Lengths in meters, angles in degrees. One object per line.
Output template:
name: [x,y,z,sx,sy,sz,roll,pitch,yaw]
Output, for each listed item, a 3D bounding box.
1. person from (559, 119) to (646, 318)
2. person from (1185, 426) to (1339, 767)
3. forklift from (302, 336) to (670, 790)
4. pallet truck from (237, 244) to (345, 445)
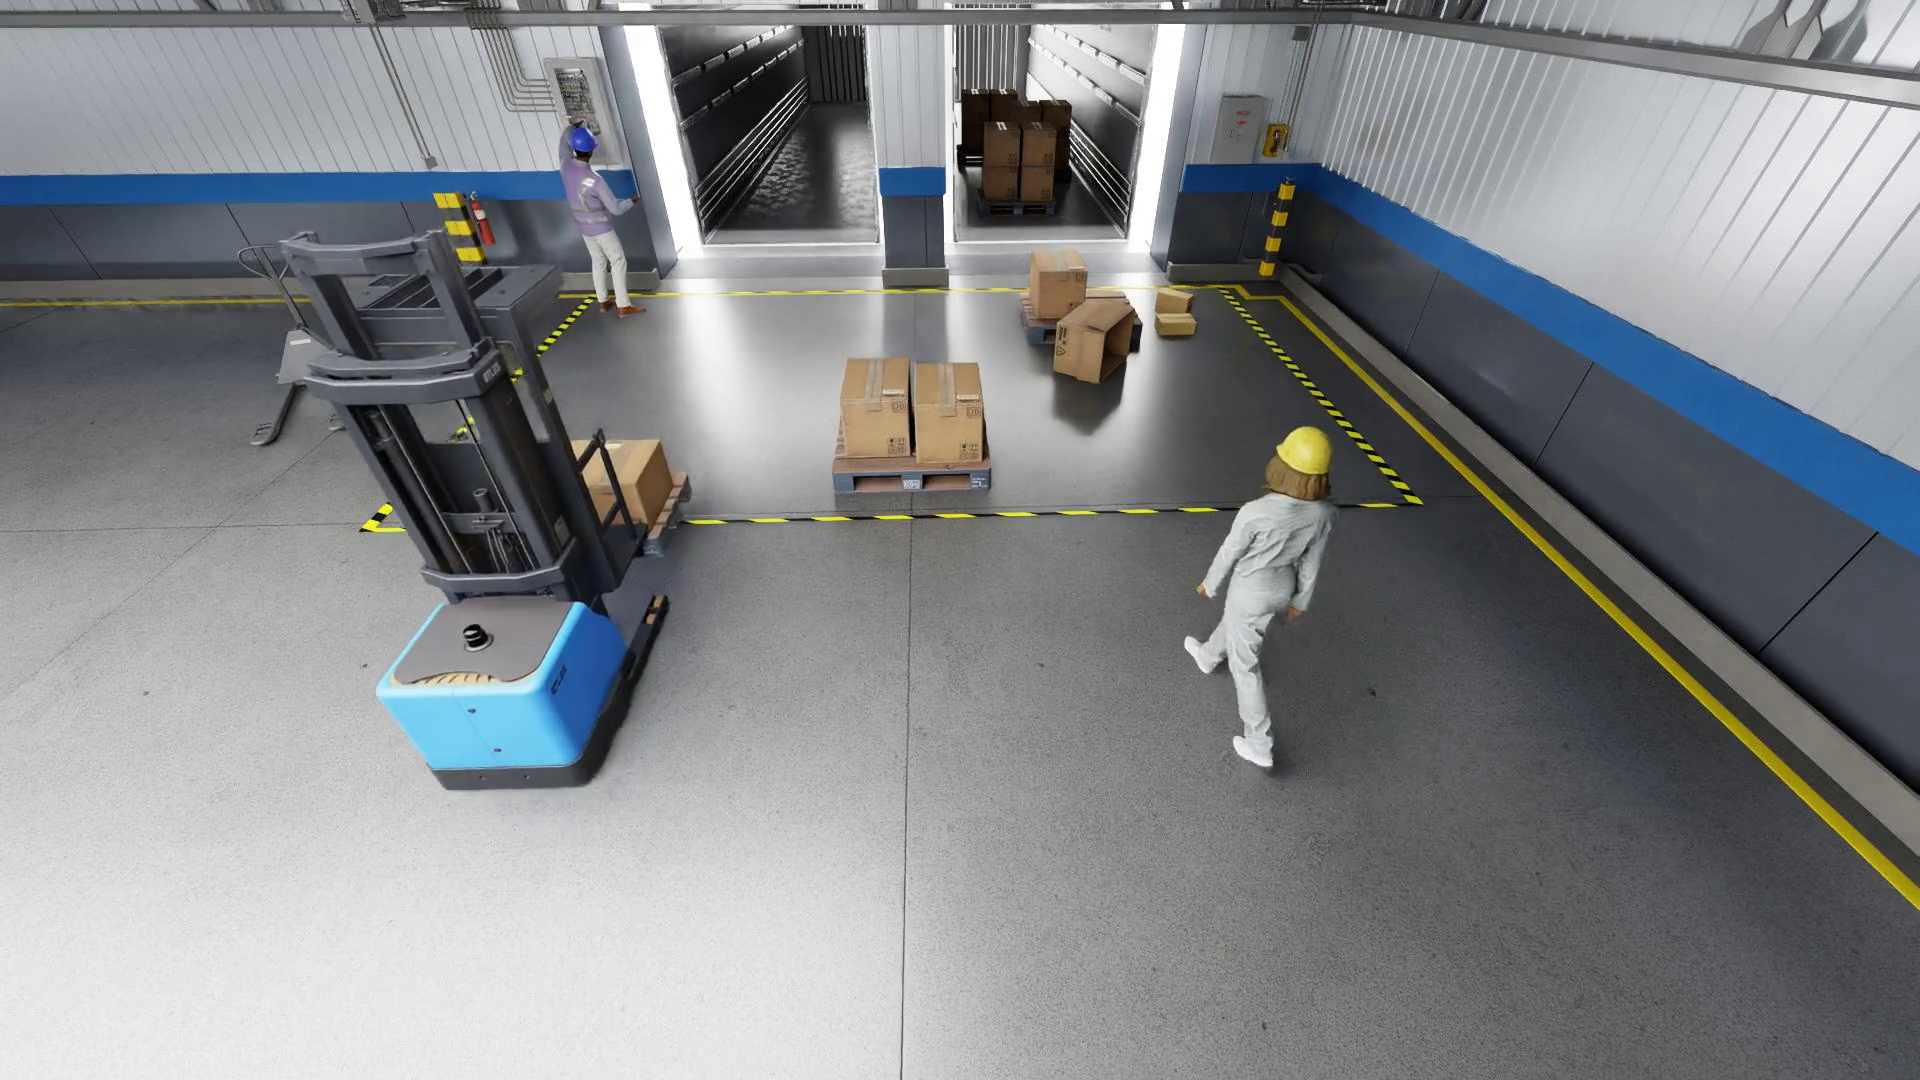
person: [-3.931,-3.527,8.098,0.969,1.901,0.786,21,43,24]
person: [1.445,0.247,3.505,0.487,1.687,0.944,-11,40,-14]
forklift: [-2.180,0.178,3.312,0.716,2.013,0.776,-1,38,-1]
pallet truck: [-5.915,-1.733,6.366,0.680,1.201,1.601,-18,42,-21]
